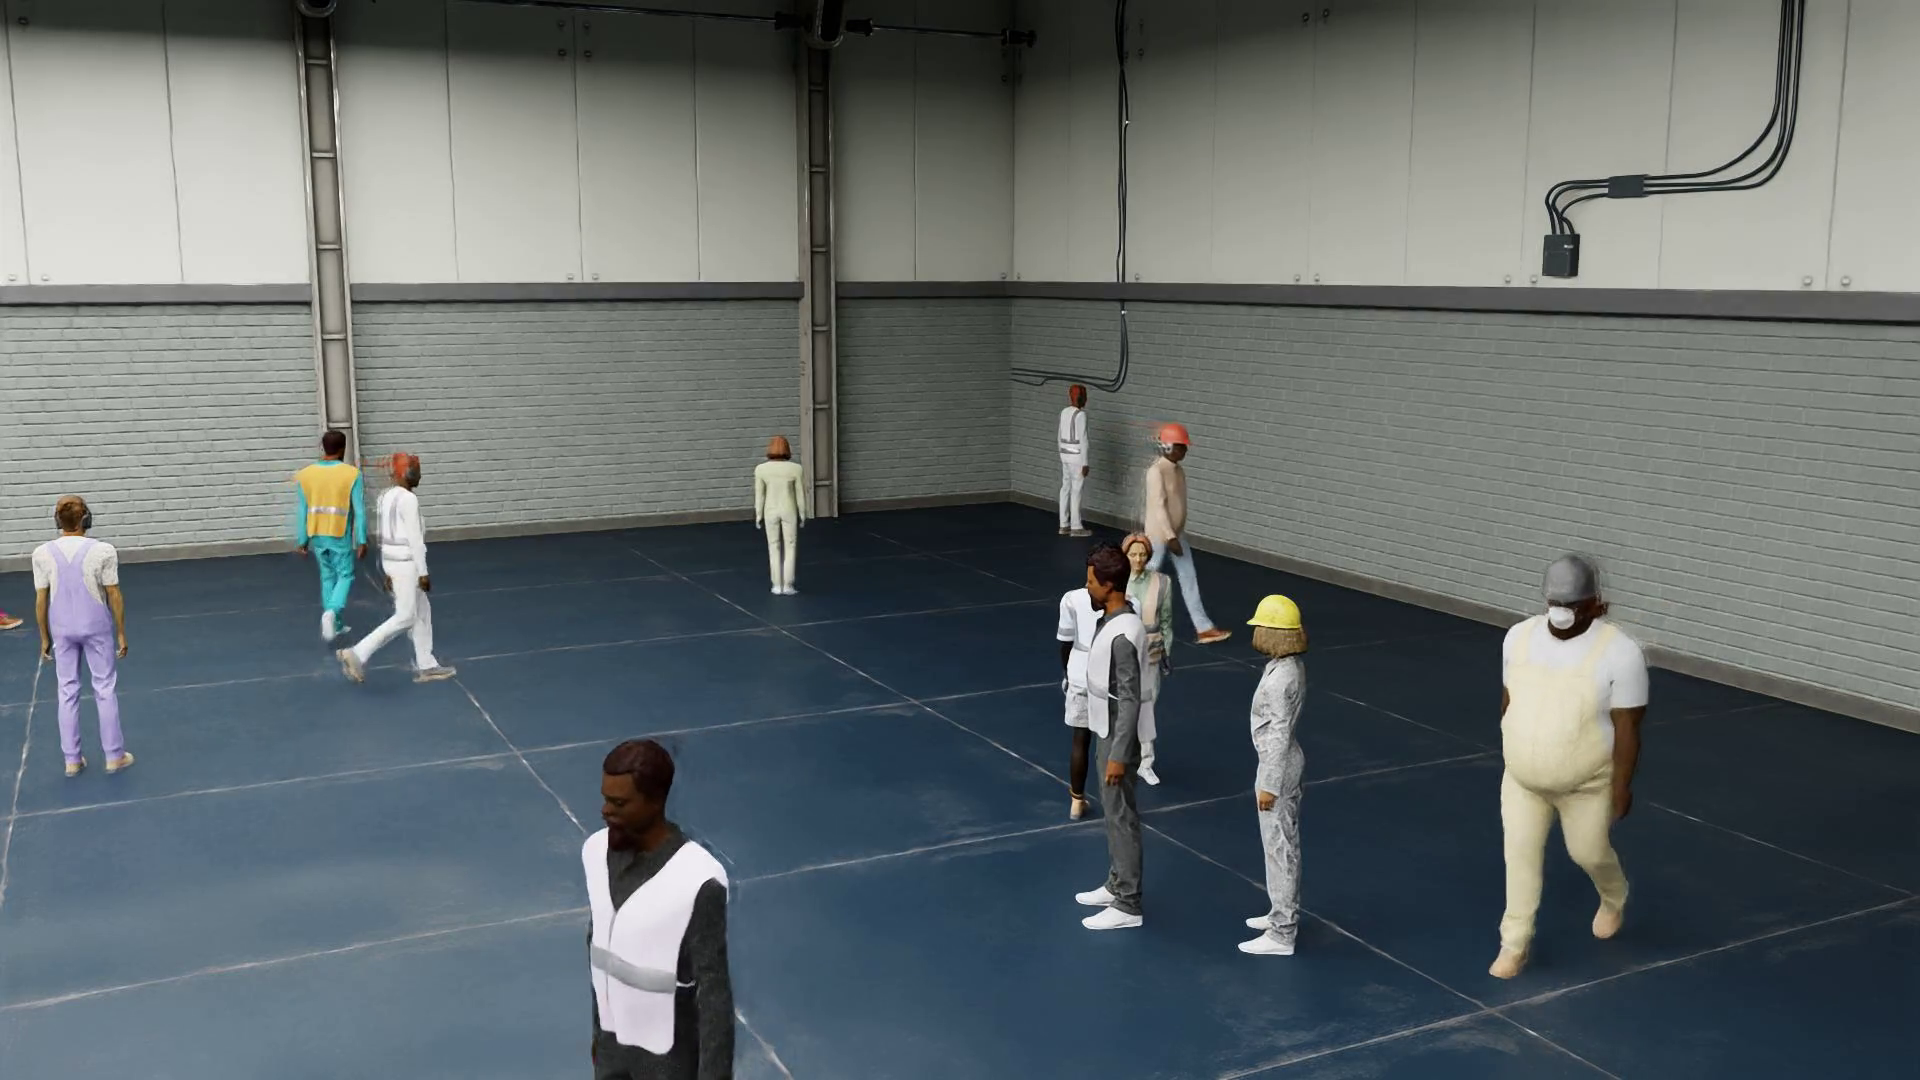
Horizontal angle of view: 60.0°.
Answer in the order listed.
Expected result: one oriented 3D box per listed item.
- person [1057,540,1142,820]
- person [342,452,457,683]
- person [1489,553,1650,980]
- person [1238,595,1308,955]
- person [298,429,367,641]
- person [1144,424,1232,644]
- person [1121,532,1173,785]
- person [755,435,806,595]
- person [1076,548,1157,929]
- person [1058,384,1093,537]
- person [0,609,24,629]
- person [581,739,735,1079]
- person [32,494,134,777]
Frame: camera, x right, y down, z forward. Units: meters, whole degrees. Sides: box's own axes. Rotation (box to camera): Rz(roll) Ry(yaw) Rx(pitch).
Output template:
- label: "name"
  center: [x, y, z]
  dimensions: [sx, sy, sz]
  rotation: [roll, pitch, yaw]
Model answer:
- label: "person"
  center: [0.843, 0.842, 9.895]
  dimensions: [0.540, 1.695, 0.317]
  rotation: [4, 10, 25]
- label: "person"
  center: [-4.481, 0.235, 13.164]
  dimensions: [0.798, 1.854, 0.605]
  rotation: [-5, 11, -29]
- label: "person"
  center: [2.890, 1.004, 7.845]
  dimensions: [0.694, 2.000, 0.890]
  rotation: [9, 13, 43]
- label: "person"
  center: [1.511, 1.123, 8.025]
  dimensions: [0.296, 1.743, 0.493]
  rotation: [3, 10, 17]
- label: "person"
  center: [-5.567, -0.029, 14.686]
  dimensions: [0.632, 1.891, 0.700]
  rotation: [1, 9, 5]
- label: "person"
  center: [1.864, -0.044, 14.602]
  dimensions: [0.979, 1.943, 0.602]
  rotation: [7, 12, 37]
- label: "person"
  center: [1.104, 0.760, 10.578]
  dimensions: [0.523, 1.638, 0.311]
  rotation: [-2, 9, -11]
- label: "person"
  center: [-1.817, -0.244, 16.818]
  dimensions: [0.509, 1.632, 0.319]
  rotation: [-1, 9, -4]
- label: "person"
  center: [0.791, 0.986, 8.335]
  dimensions: [0.374, 1.916, 0.597]
  rotation: [0, 9, 0]
- label: "person"
  center: [1.420, -0.986, 20.585]
  dimensions: [0.337, 1.883, 0.584]
  rotation: [-5, 10, -26]
- label: "person"
  center: [-9.145, -0.093, 14.972]
  dimensions: [1.063, 1.936, 0.598]
  rotation: [-1, 9, -6]
- label: "person"
  center: [-0.895, 1.515, 5.139]
  dimensions: [0.595, 1.900, 0.713]
  rotation: [8, 12, 41]
- label: "person"
  center: [-5.705, 0.620, 10.816]
  dimensions: [0.517, 1.842, 0.325]
  rotation: [-2, 9, -14]
